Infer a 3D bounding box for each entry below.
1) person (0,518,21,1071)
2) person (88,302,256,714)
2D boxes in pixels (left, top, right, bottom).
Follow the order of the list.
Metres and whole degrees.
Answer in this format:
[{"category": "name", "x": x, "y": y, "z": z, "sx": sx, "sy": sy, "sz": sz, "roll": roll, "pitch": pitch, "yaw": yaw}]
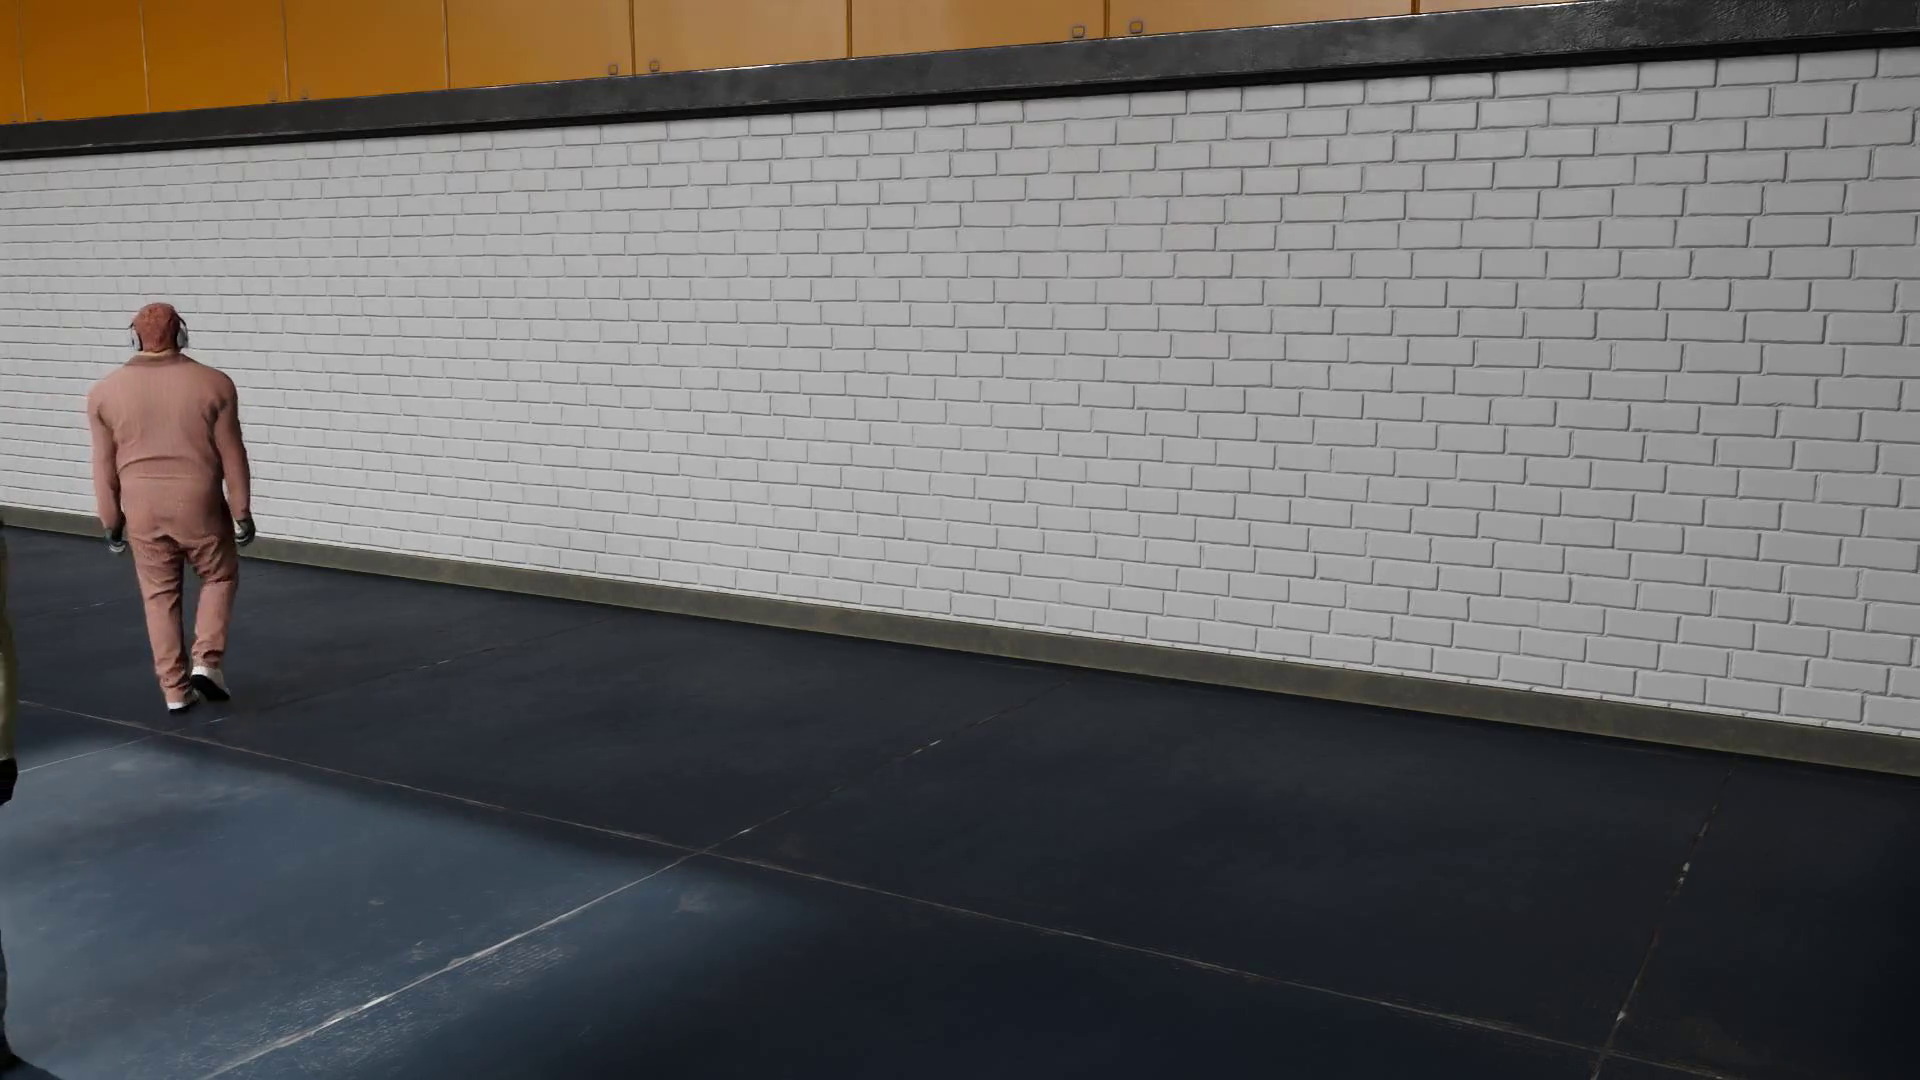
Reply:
[{"category": "person", "x": -2.607, "y": 0.475, "z": 4.058, "sx": 0.610, "sy": 1.818, "sz": 0.421, "roll": 1, "pitch": 9, "yaw": 3}, {"category": "person", "x": -3.600, "y": -0.141, "z": 7.654, "sx": 0.681, "sy": 1.889, "sz": 0.426, "roll": -2, "pitch": 9, "yaw": -12}]
